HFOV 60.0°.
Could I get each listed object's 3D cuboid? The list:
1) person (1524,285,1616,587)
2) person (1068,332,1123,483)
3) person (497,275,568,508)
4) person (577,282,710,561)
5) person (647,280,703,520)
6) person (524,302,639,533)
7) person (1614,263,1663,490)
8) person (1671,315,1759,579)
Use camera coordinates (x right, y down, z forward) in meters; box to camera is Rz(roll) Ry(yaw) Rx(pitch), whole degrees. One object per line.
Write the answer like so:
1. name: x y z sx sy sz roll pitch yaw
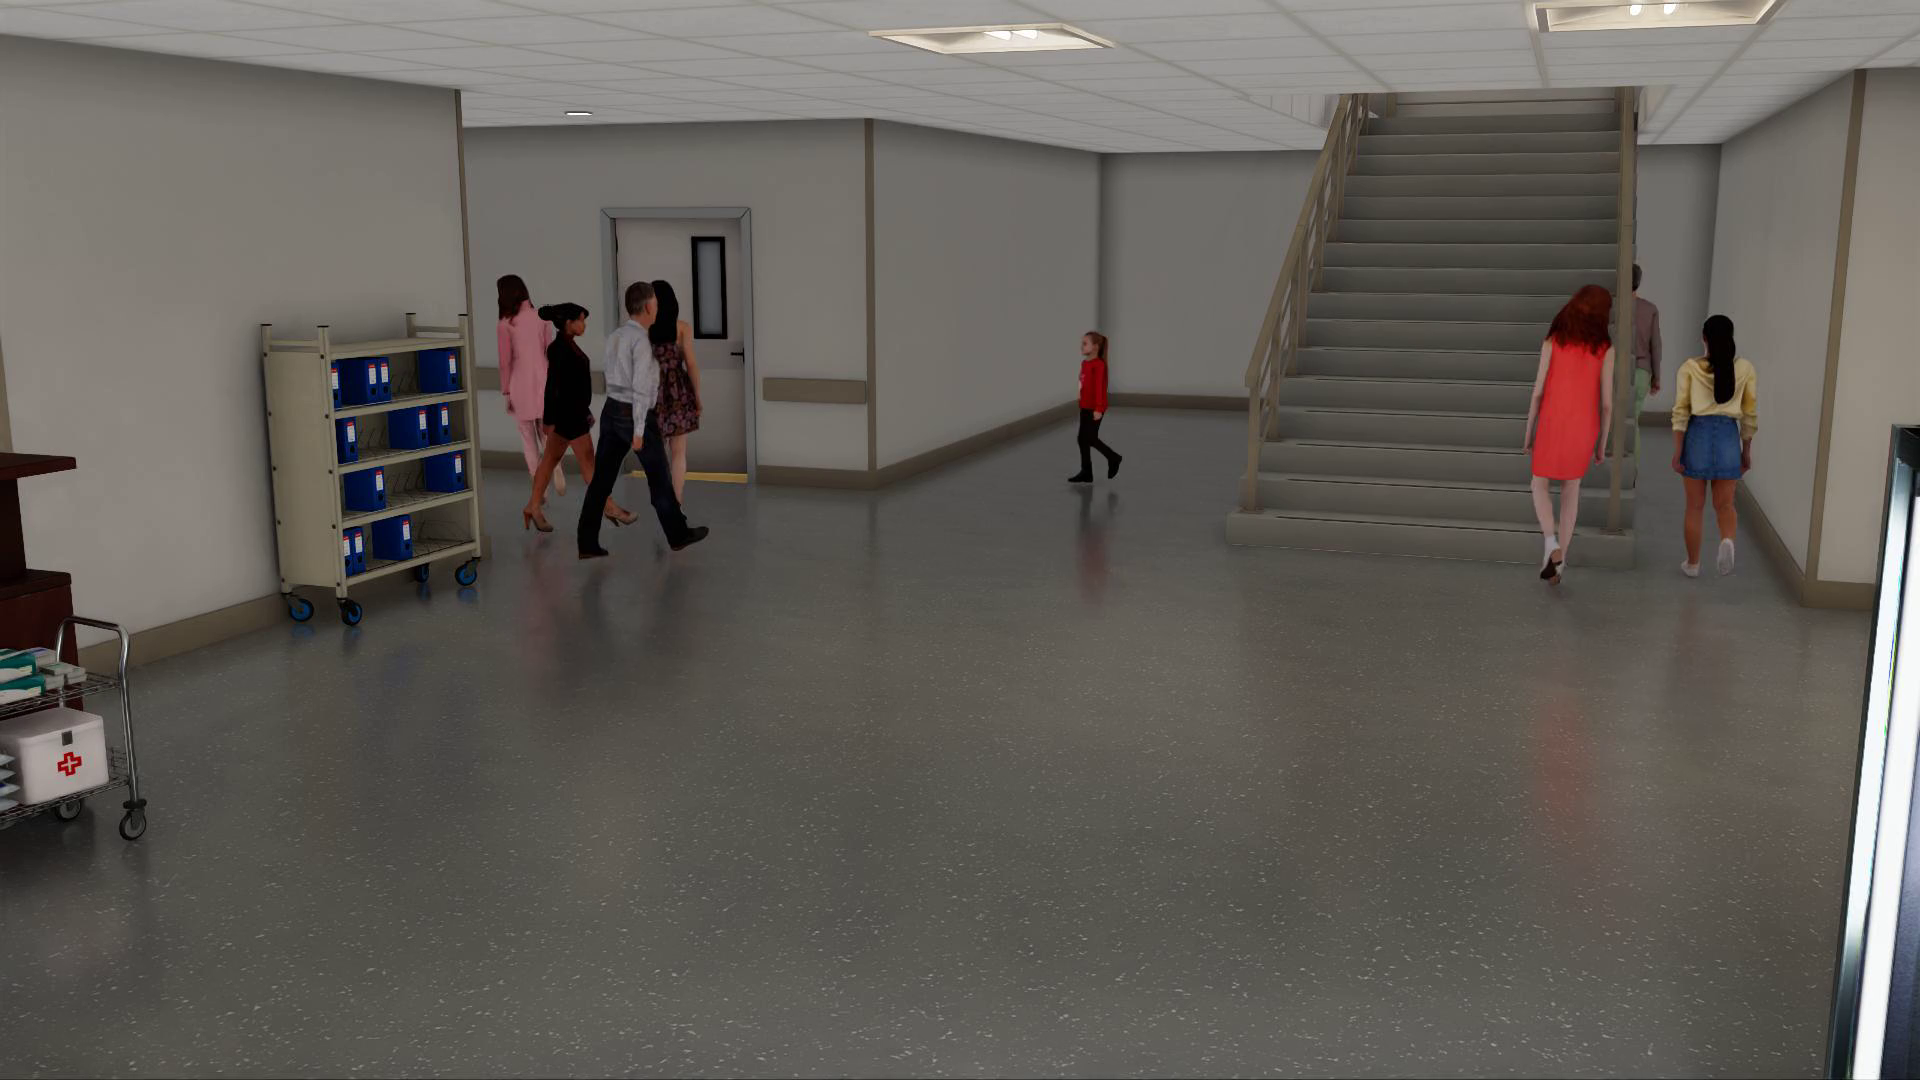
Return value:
1. person: 3.571 -0.562 9.726 0.676 1.794 0.841 1 11 7
2. person: 1.153 -1.102 13.968 0.773 1.272 0.711 -5 12 -25
3. person: -3.215 -1.089 12.555 0.907 1.774 0.944 -6 12 -30
4. person: -2.167 -0.706 10.567 1.009 1.762 1.312 10 14 41
5. person: -2.156 -0.983 12.034 0.771 1.759 0.838 2 11 8
6. person: -2.806 -0.807 11.541 0.945 1.597 1.053 -1 11 -5
7. person: 5.250 -1.220 13.054 0.781 1.844 0.900 1 11 6
8. person: 4.545 -0.530 10.033 0.709 1.616 0.971 2 11 12
